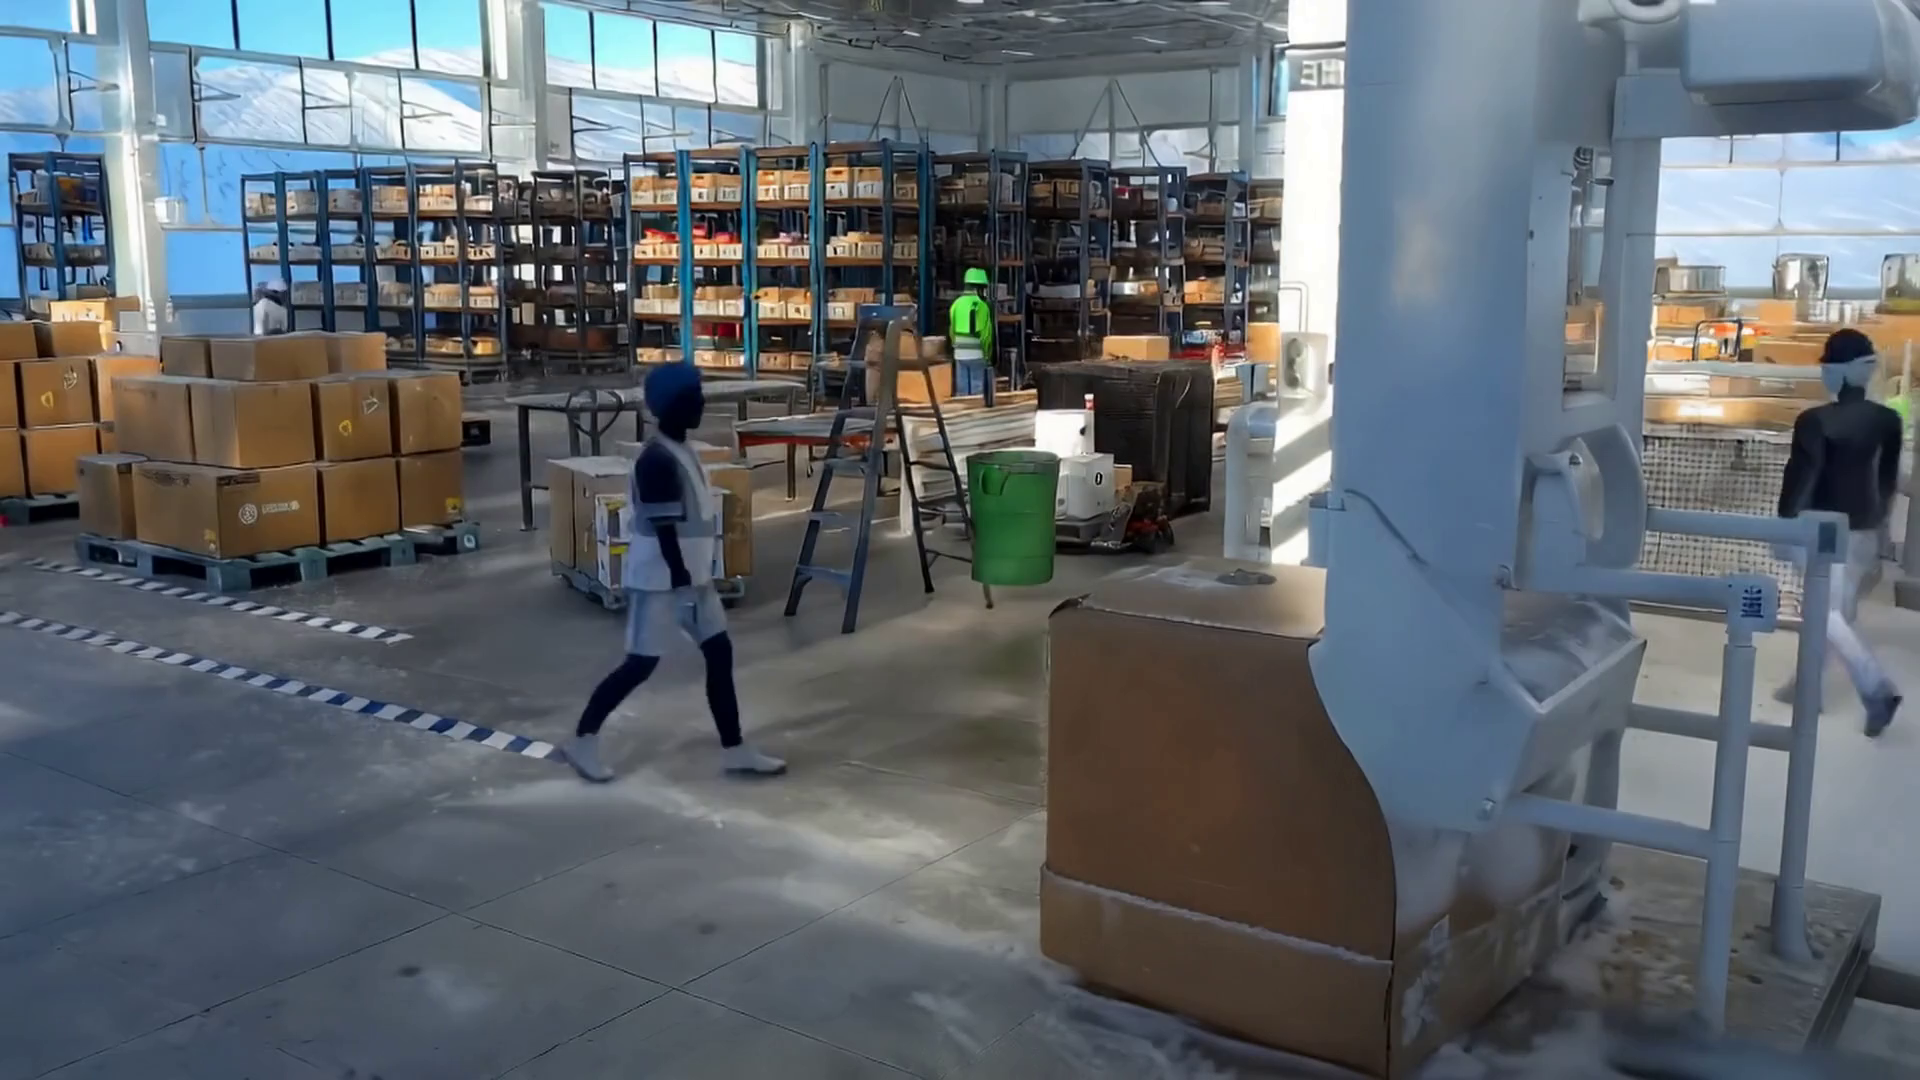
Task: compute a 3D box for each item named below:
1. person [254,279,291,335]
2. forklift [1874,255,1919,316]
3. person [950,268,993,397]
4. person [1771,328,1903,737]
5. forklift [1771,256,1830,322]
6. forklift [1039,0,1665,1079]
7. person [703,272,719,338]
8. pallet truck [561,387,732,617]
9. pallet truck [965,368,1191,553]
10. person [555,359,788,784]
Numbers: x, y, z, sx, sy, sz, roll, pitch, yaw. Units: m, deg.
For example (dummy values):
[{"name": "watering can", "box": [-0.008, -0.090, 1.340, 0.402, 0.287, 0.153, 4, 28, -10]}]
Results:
[{"name": "person", "box": [-8.946, -2.501, 21.714, 0.404, 1.776, 0.665, 1, 10, 8]}, {"name": "forklift", "box": [22.089, -5.634, 38.796, 1.157, 1.987, 2.680, 6, 11, 33]}, {"name": "person", "box": [0.142, -2.026, 18.397, 0.393, 1.943, 0.602, -8, 13, -41]}, {"name": "person", "box": [3.834, -0.038, 7.190, 0.530, 1.742, 0.797, -3, 10, -15]}, {"name": "forklift", "box": [20.253, -5.854, 40.139, 1.157, 1.987, 2.680, 7, 12, 35]}, {"name": "forklift", "box": [1.249, -0.137, 4.360, 1.873, 2.768, 1.129, 7, 12, 35]}, {"name": "person", "box": [-4.620, -4.052, 30.856, 0.695, 1.820, 0.615, -8, 13, -40]}, {"name": "pallet truck", "box": [-1.981, -0.274, 10.088, 0.680, 1.201, 1.601, -5, 11, -28]}, {"name": "pallet truck", "box": [0.845, -0.609, 11.869, 1.630, 1.274, 0.653, 7, 12, 35]}, {"name": "person", "box": [-1.154, 0.130, 6.394, 0.858, 1.659, 0.531, 1, 10, 7]}]
